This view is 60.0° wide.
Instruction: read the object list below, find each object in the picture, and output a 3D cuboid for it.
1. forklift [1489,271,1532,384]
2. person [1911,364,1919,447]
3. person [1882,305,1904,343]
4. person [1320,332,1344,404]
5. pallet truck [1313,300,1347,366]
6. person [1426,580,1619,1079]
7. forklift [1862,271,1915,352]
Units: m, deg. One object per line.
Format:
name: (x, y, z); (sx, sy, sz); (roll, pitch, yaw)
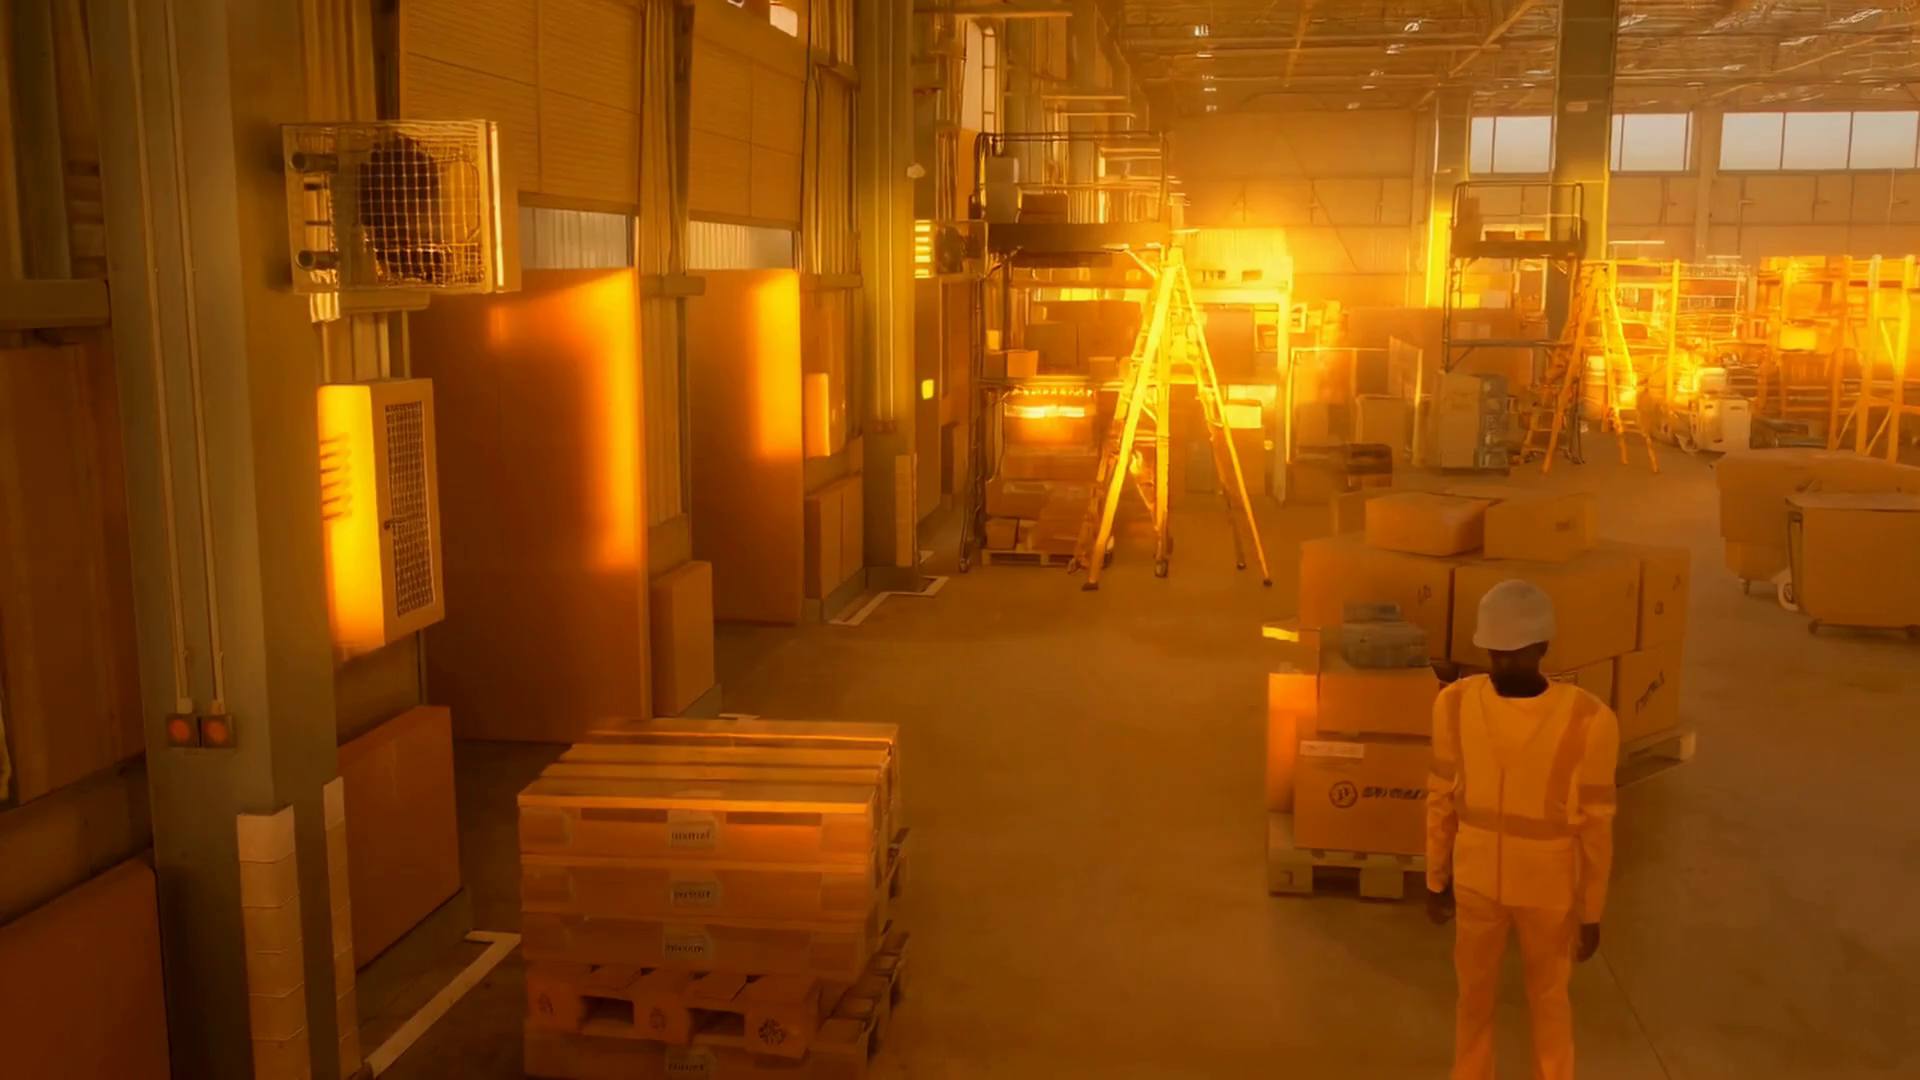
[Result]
forklift: (13.422, -5.322, 41.591); (1.873, 2.768, 1.129); (1, 9, 9)
person: (15.601, -2.355, 26.807); (0.319, 1.738, 0.485); (9, 13, 44)
person: (26.479, -5.716, 47.138); (1.063, 1.869, 0.648); (8, 12, 42)
person: (7.163, -3.156, 31.934); (0.528, 1.670, 0.677); (-3, 10, -16)
pallet truck: (11.159, -6.200, 49.718); (0.823, 1.965, 1.885); (4, 10, 26)
person: (1.712, 1.064, 5.175); (0.587, 1.919, 0.398); (7, 12, 38)
forklift: (26.971, -6.296, 47.597); (1.873, 2.768, 1.129); (4, 10, 26)
